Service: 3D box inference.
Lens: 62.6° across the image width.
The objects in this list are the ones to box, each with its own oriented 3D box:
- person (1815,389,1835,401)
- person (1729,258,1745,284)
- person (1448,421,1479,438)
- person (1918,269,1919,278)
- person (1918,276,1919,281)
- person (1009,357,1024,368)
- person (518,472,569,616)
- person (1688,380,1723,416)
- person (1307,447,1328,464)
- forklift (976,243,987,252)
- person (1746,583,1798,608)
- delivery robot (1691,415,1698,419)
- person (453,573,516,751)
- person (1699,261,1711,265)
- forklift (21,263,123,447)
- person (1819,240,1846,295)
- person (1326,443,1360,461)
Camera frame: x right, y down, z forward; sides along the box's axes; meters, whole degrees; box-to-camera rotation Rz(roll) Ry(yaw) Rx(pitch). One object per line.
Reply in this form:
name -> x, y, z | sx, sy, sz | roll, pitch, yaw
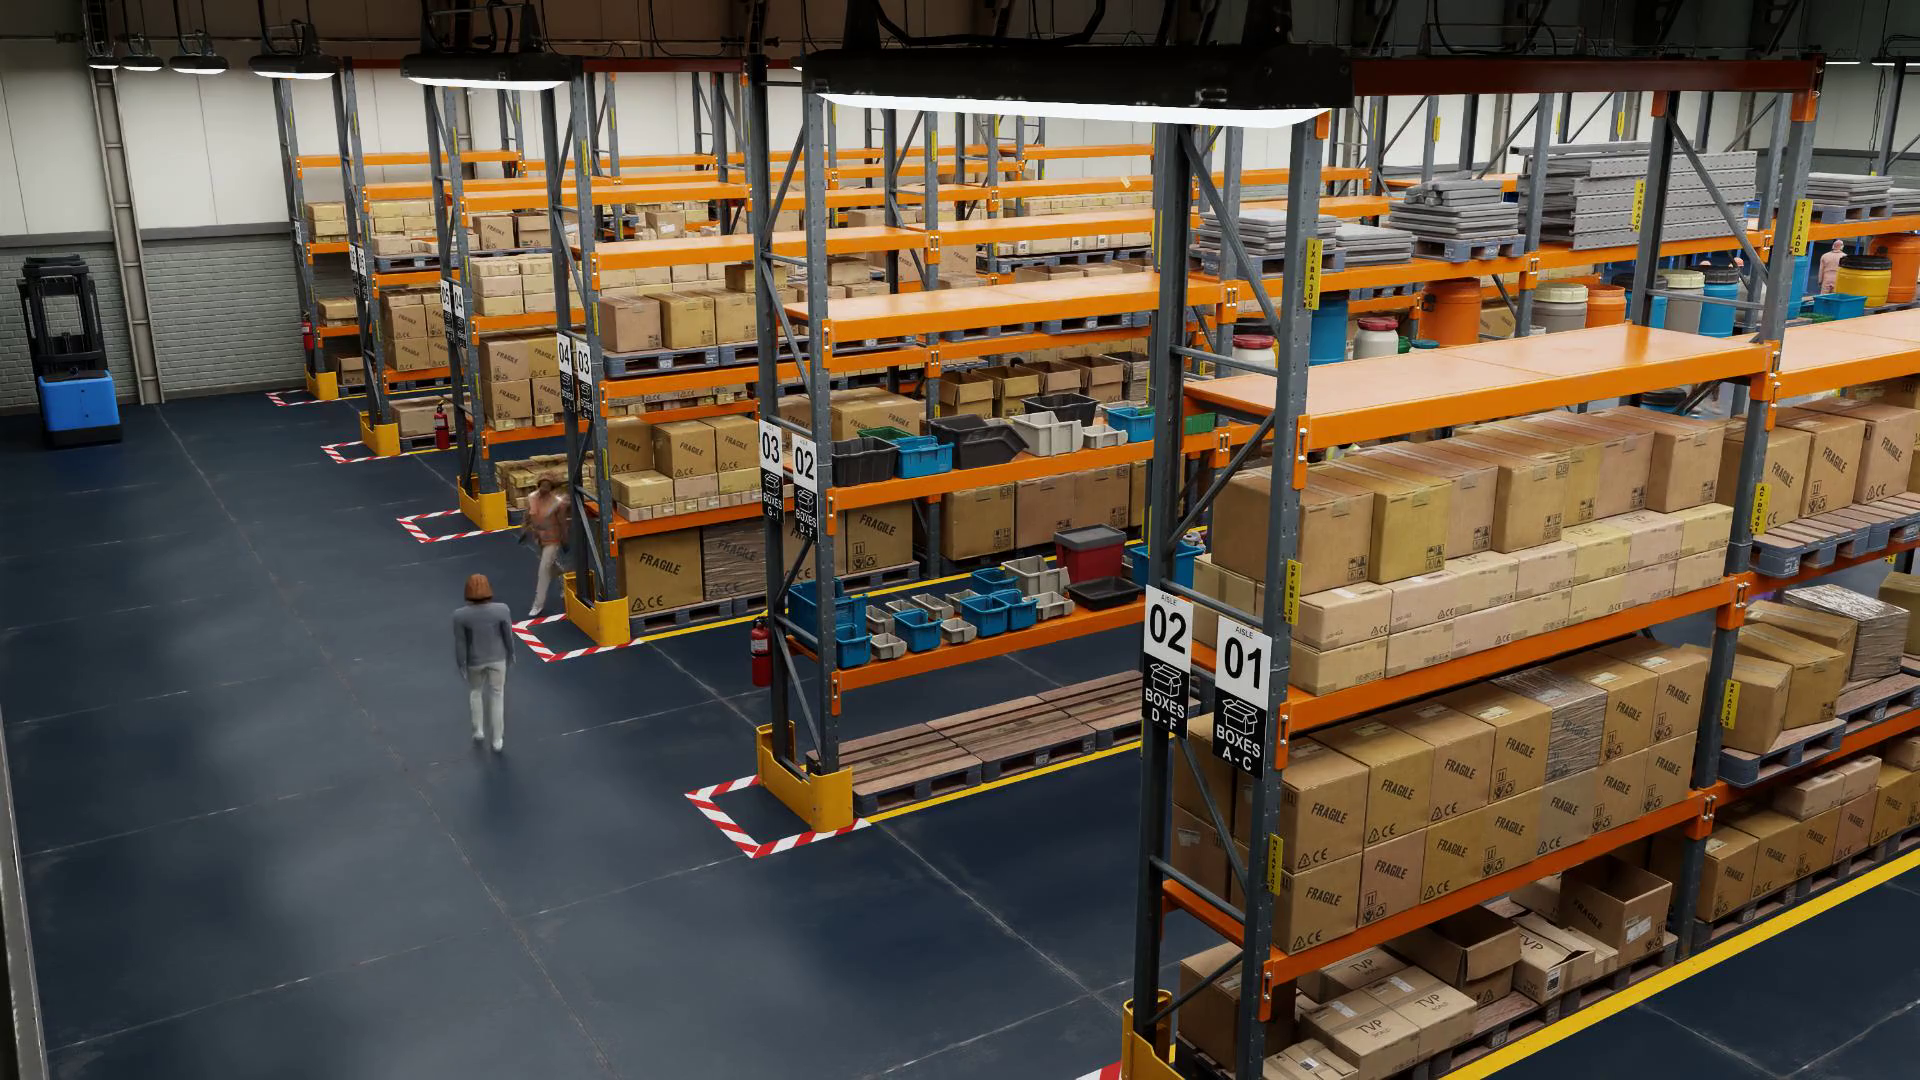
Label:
person -> 12.285, -1.584, 22.353 | 0.536, 1.914, 0.625 | 1, 17, 2
person -> 16.475, -5.051, 33.693 | 0.354, 1.939, 0.545 | -5, 18, -16
person -> 7.068, -1.523, 22.241 | 0.310, 1.868, 0.532 | -9, 19, -28
person -> 22.360, -5.900, 36.979 | 0.513, 1.640, 0.309 | -6, 18, -19
person -> 21.820, -5.570, 35.953 | 0.828, 1.592, 0.541 | 8, 19, 25
person -> 0.872, -1.920, 23.826 | 0.317, 1.698, 0.540 | -1, 17, -3
person -> -4.611, -0.014, 17.737 | 0.566, 1.597, 0.807 | 9, 19, 27
person -> 13.051, -3.155, 27.363 | 0.636, 2.007, 0.879 | -1, 17, -4
person -> 3.951, -0.224, 17.774 | 0.396, 1.990, 0.621 | -8, 19, -23
forklift -> 0.988, -5.474, 34.718 | 1.214, 2.155, 2.313 | -10, 20, -31
person -> 7.587, 0.777, 14.804 | 0.790, 1.812, 0.571 | -8, 19, -23
delivery robot -> 11.652, -1.748, 25.110 | 0.707, 0.478, 0.477 | -3, 17, -8
person -> -4.253, 1.072, 14.171 | 0.509, 1.613, 0.583 | -5, 18, -15
person -> 15.540, -4.896, 33.175 | 0.551, 1.942, 0.344 | 2, 17, 5
forklift -> -14.518, -3.079, 25.708 | 1.129, 2.768, 1.873 | -10, 20, -31
person -> 20.563, -6.091, 37.163 | 0.639, 1.904, 0.409 | 15, 22, 40
person -> 4.569, -0.505, 18.955 | 0.430, 1.840, 0.625 | -8, 19, -26
